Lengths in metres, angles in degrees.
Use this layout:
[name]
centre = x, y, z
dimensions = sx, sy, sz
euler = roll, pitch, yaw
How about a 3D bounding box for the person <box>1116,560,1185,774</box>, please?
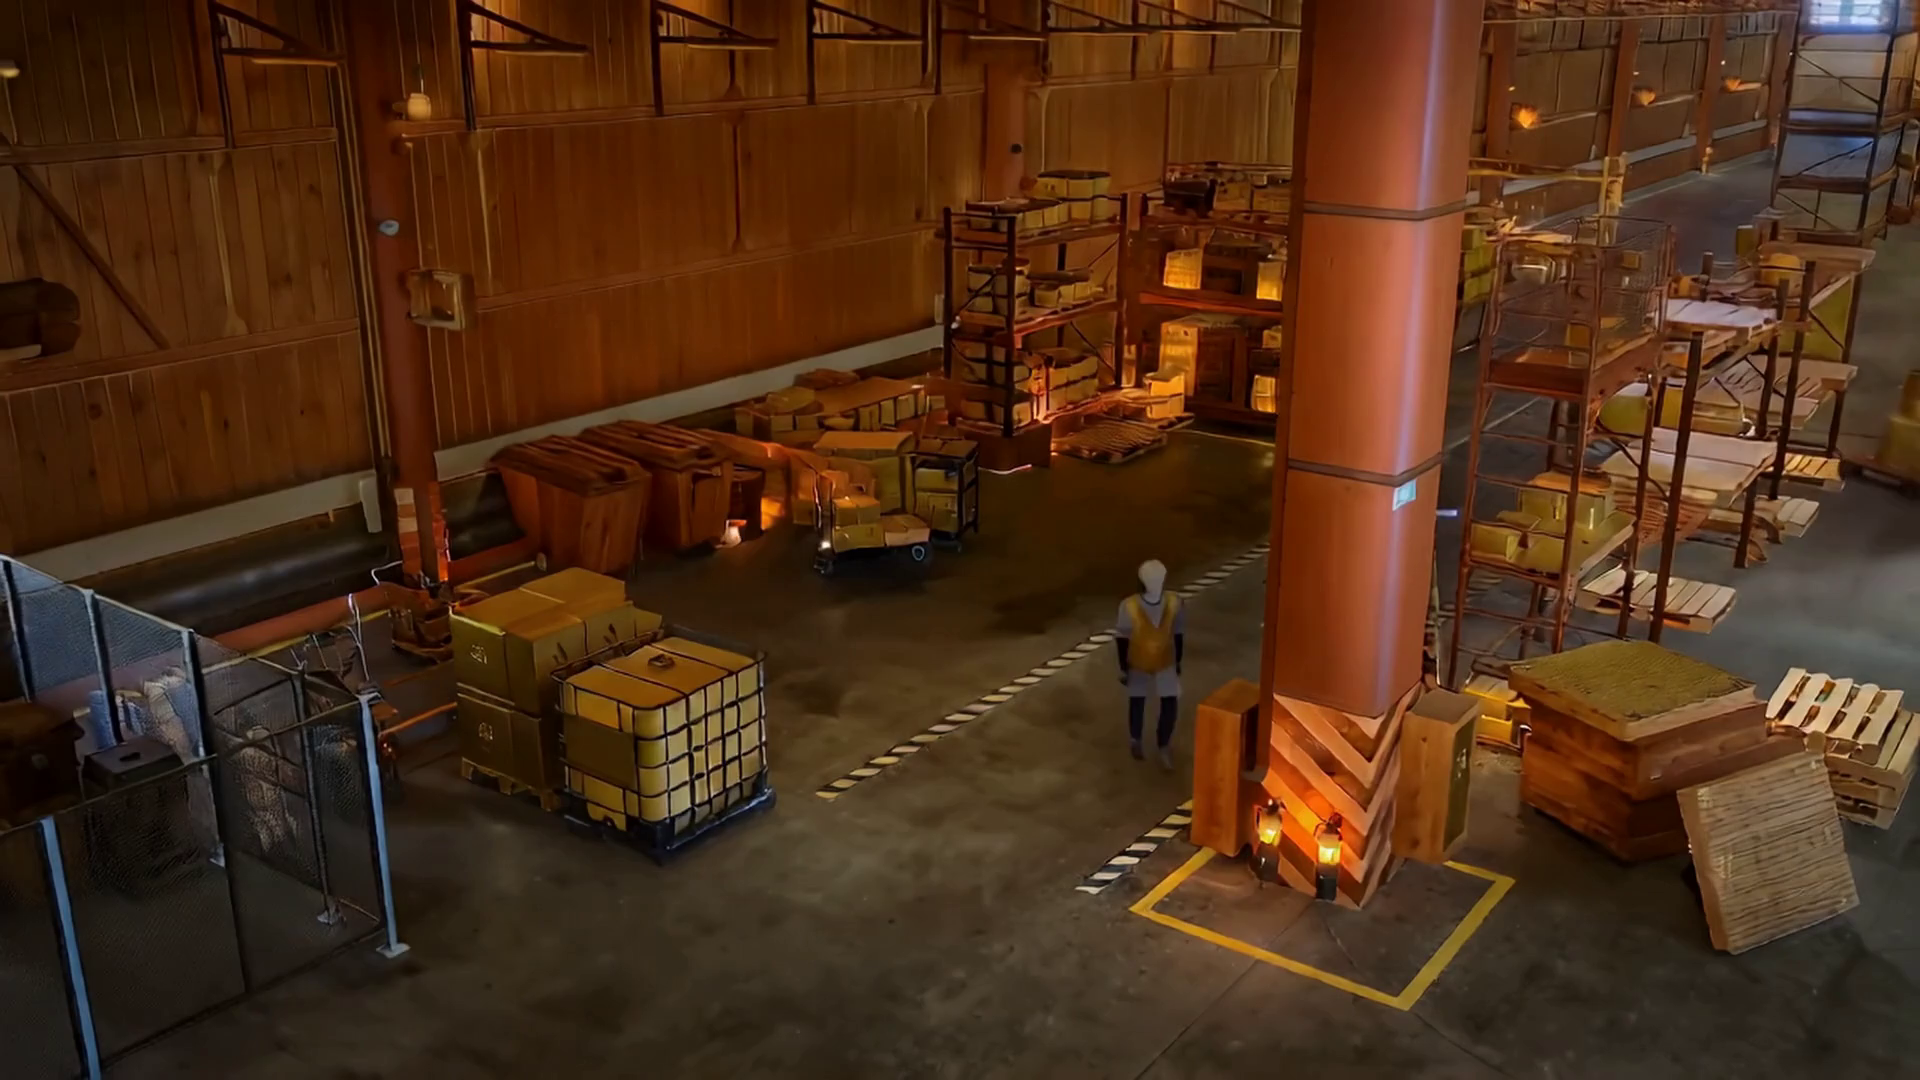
[person]
centre = 1.451, 0.964, 12.581
dimensions = 0.545, 1.672, 0.638
euler = -2, 18, -6
